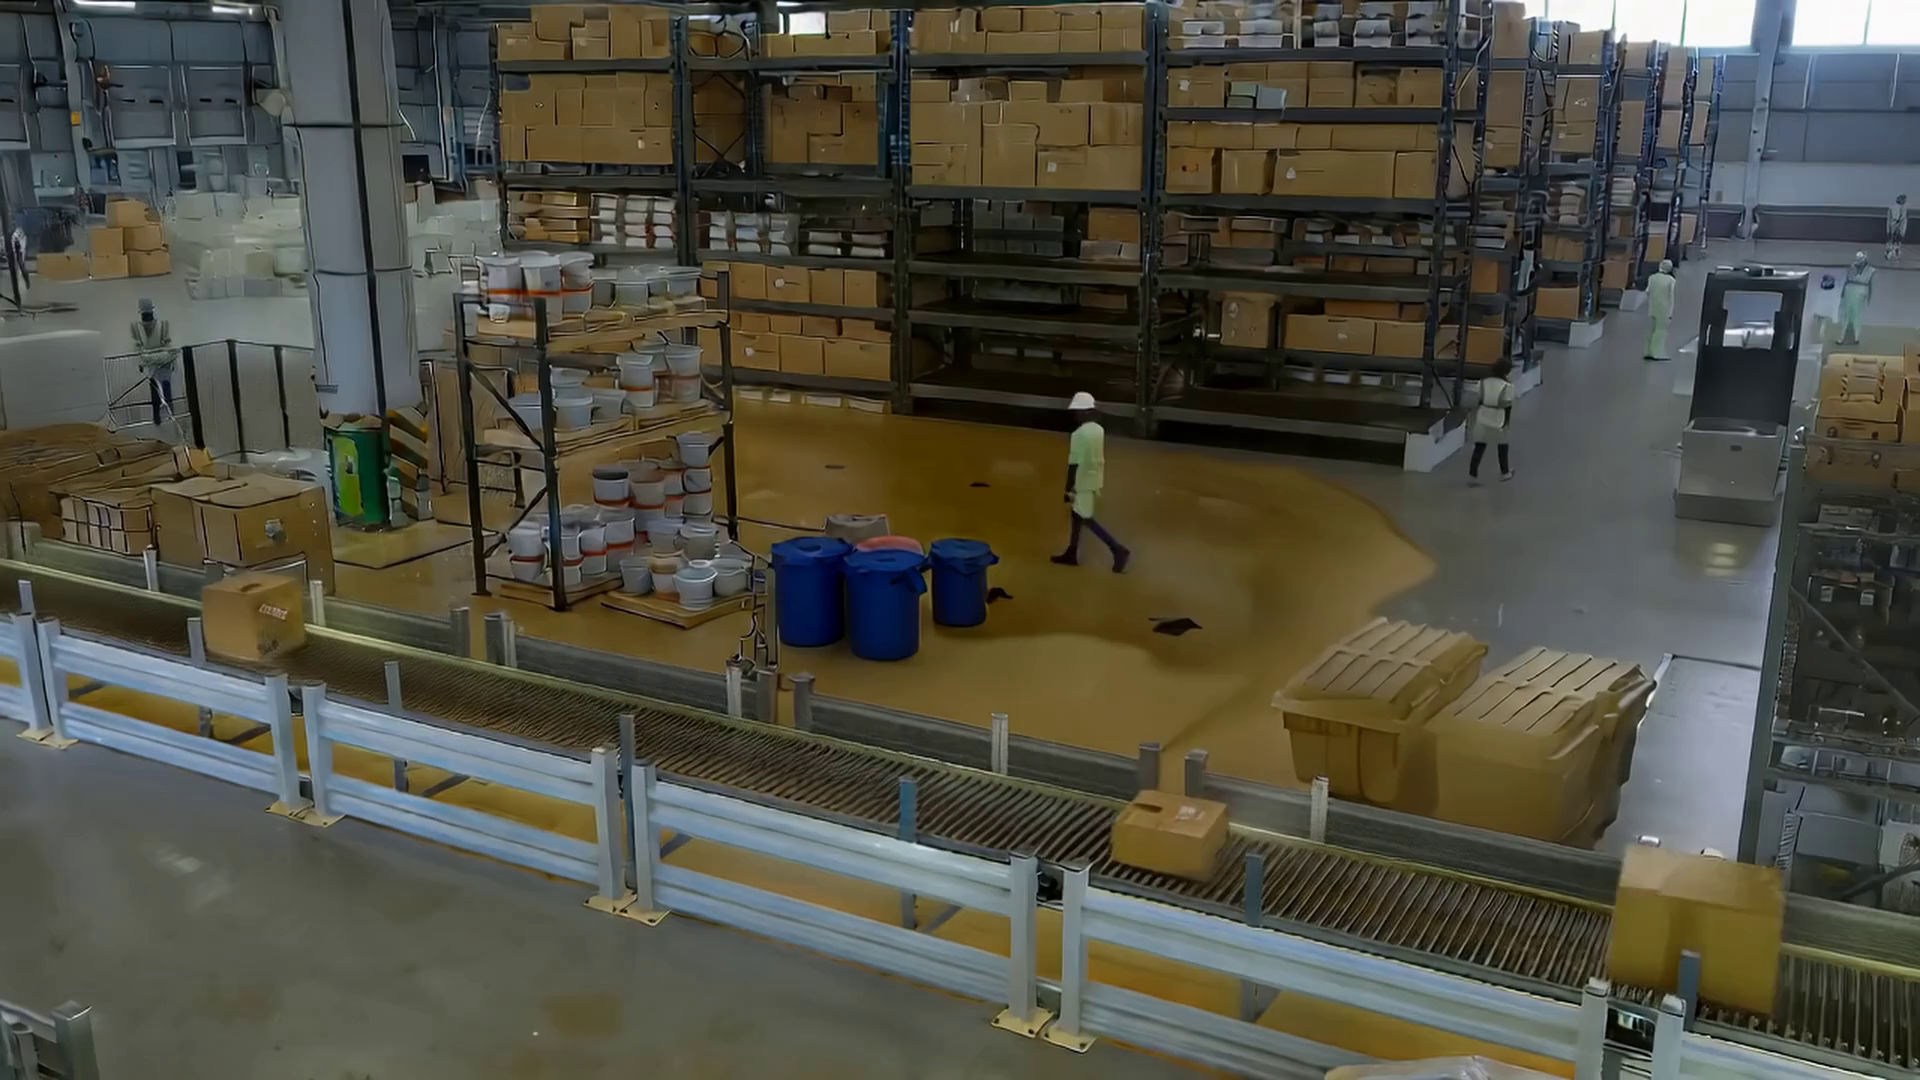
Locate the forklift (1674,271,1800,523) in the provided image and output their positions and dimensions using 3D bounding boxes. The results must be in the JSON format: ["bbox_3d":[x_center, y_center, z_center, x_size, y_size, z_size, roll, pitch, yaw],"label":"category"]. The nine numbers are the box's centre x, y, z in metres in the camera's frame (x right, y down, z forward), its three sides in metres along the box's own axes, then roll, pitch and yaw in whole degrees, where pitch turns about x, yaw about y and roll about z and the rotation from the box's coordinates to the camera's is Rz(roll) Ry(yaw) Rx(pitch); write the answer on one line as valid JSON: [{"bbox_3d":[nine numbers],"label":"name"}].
[{"bbox_3d":[9.269,-1.763,19.726,1.129,2.768,1.873,8,17,27],"label":"forklift"}]

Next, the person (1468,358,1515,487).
[{"bbox_3d":[6.775,-1.494,21.085,0.542,1.642,0.908,14,20,42],"label":"person"}]

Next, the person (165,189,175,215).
[{"bbox_3d":[-27.647,-11.479,58.519,0.318,1.697,0.535,10,18,33],"label":"person"}]

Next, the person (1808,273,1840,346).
[{"bbox_3d":[16.409,-4.272,31.572,0.585,1.616,0.510,-12,19,-38],"label":"person"}]

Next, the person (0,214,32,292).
[{"bbox_3d":[-23.931,-7.268,42.030,0.901,2.000,0.689,10,18,33],"label":"person"}]

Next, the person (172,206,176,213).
[{"bbox_3d":[-23.913,-9.568,50.953,0.643,1.897,0.915,5,16,18],"label":"person"}]

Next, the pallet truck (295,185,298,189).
[{"bbox_3d":[-26.804,-14.617,69.738,1.885,1.965,0.823,-14,20,-42],"label":"pallet truck"}]

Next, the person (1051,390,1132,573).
[{"bbox_3d":[1.382,-0.598,17.241,0.899,1.906,0.553,8,17,29],"label":"person"}]

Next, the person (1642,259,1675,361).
[{"bbox_3d":[13.119,-4.296,31.139,0.399,1.900,0.643,-6,16,-23],"label":"person"}]

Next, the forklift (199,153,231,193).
[{"bbox_3d":[-27.440,-12.865,61.464,1.873,2.768,1.129,8,17,28],"label":"forklift"}]

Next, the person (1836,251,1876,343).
[{"bbox_3d":[18.059,-4.904,33.512,0.563,1.847,0.392,11,19,36],"label":"person"}]

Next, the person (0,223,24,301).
[{"bbox_3d":[-23.020,-6.724,40.287,0.651,1.881,0.962,-12,19,-37],"label":"person"}]

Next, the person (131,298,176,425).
[{"bbox_3d":[-12.244,-2.749,25.302,0.551,1.915,0.848,-6,16,-22],"label":"person"}]

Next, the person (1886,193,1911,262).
[{"bbox_3d":[28.308,-9.429,50.155,0.395,2.038,0.615,-11,18,-35],"label":"person"}]
